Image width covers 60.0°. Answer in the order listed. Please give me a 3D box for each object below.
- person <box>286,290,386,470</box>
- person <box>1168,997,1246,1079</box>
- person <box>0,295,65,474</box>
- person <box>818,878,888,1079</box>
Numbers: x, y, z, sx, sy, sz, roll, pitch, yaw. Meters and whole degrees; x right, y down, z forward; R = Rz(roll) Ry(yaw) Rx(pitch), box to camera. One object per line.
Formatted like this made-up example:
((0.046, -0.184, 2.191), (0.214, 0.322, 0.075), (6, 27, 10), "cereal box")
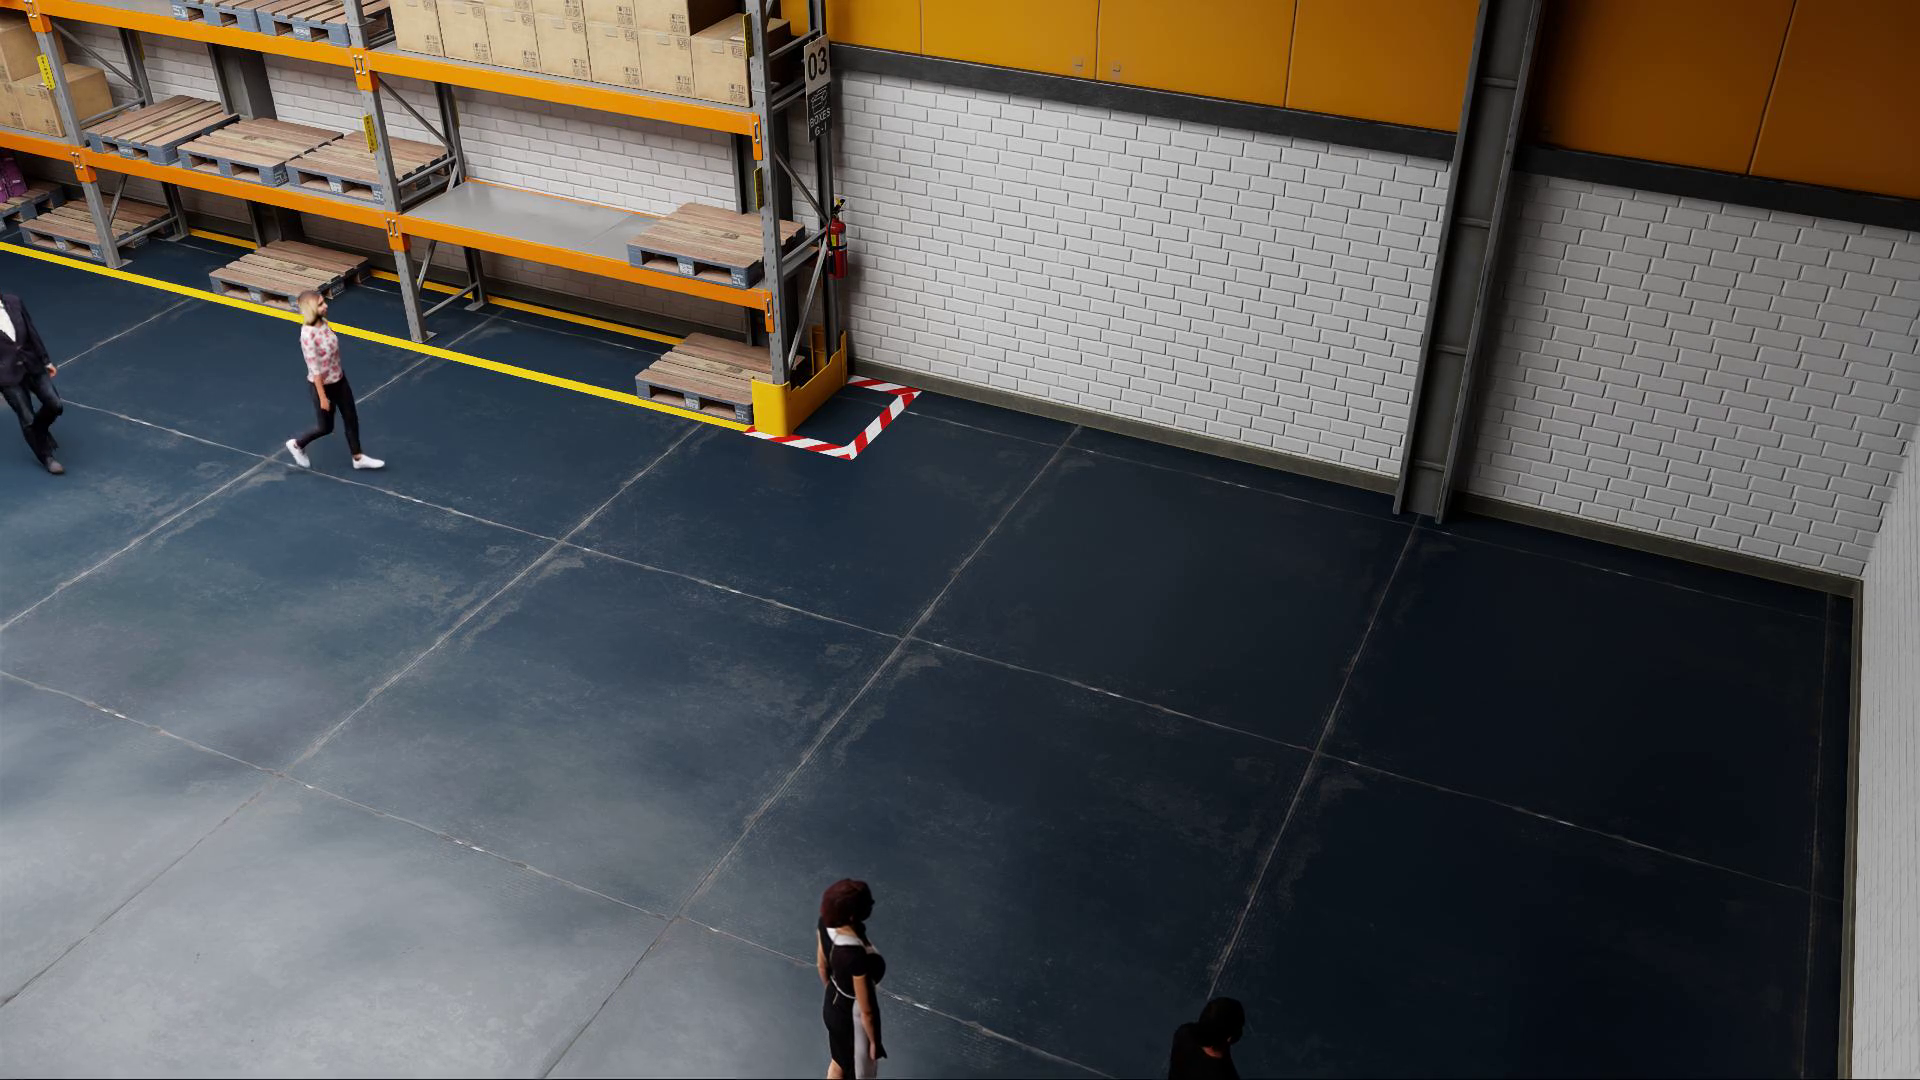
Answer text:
((-5.191, -1.251, 13.431), (1.048, 1.611, 0.797), (2, 34, 3), "person")
((0.970, 2.715, 7.377), (1.153, 1.708, 1.169), (-15, 36, -21), "person")
((-7.677, -1.413, 13.498), (0.898, 1.806, 0.835), (26, 41, 33), "person")
((-0.512, 2.298, 7.925), (0.718, 1.795, 0.613), (-20, 38, -27), "person")
